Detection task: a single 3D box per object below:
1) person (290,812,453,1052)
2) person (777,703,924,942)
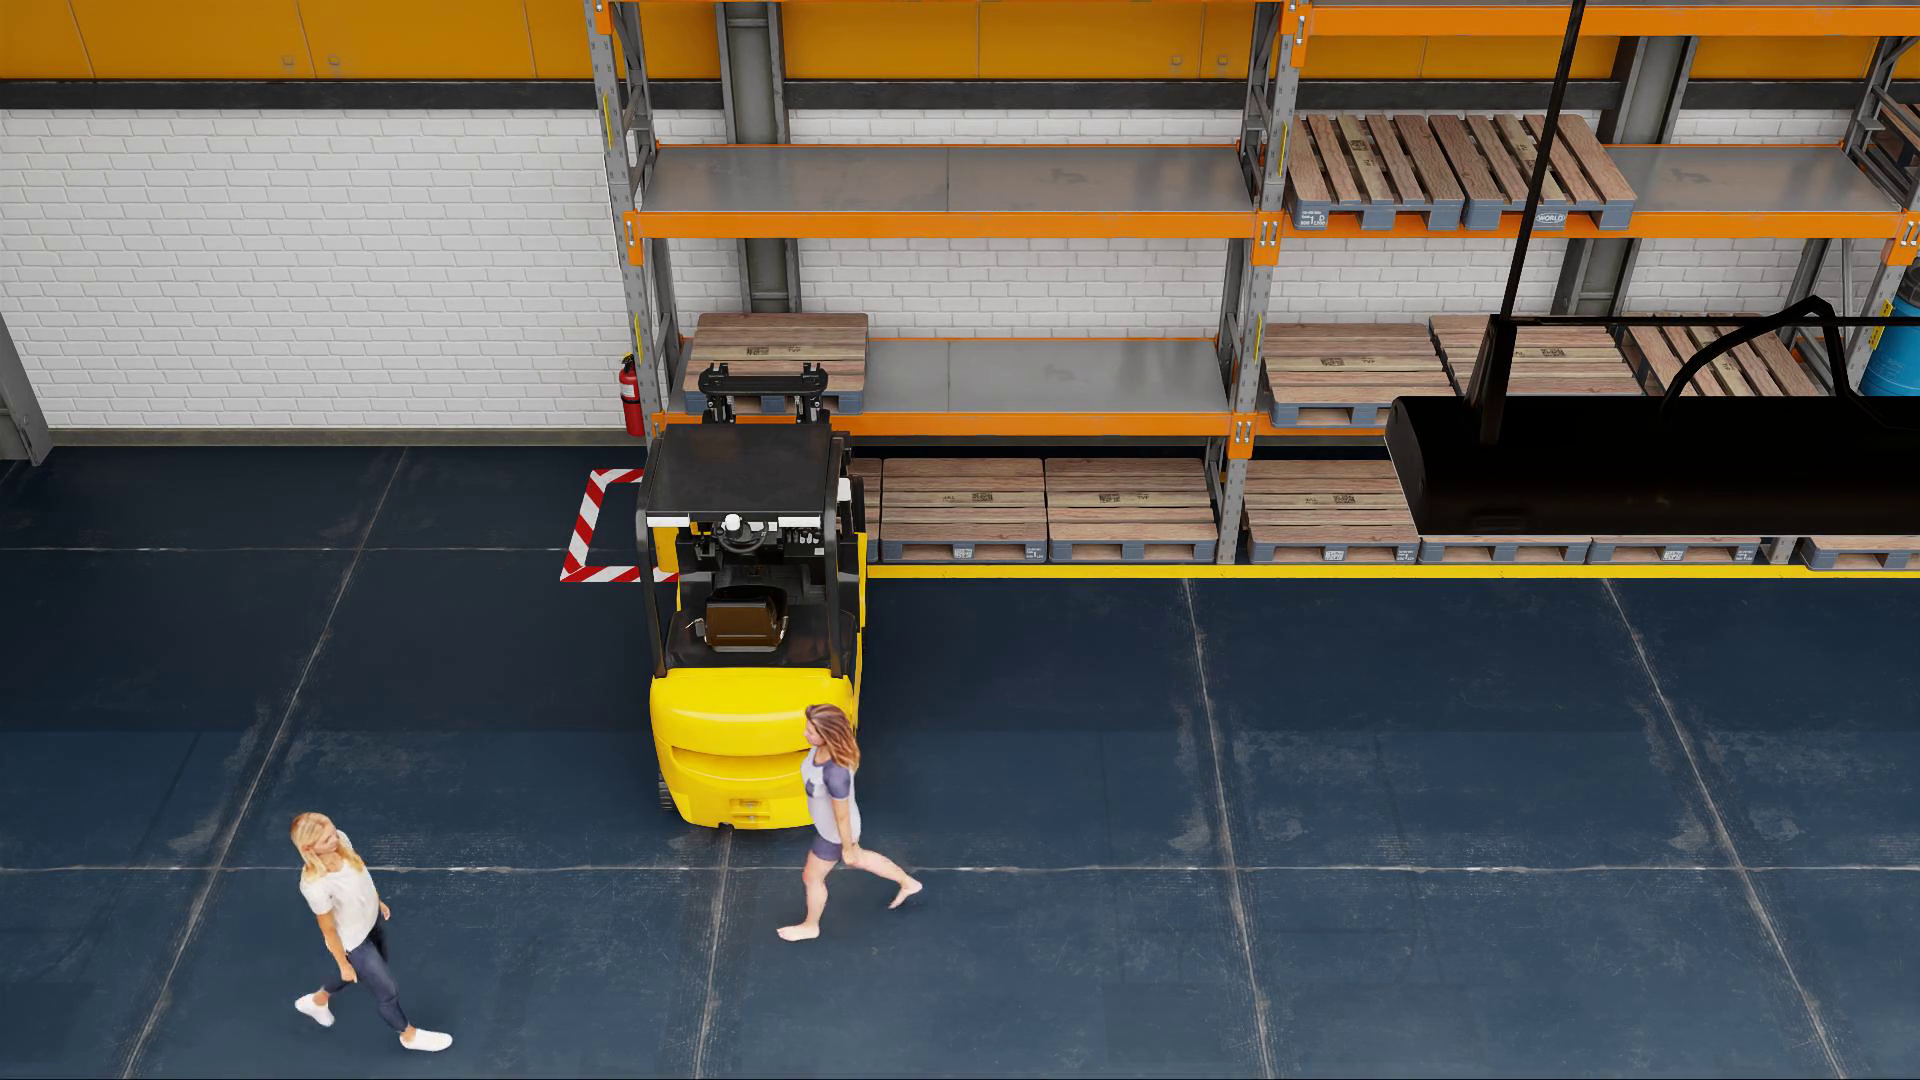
[{"bbox_3d":[-3.102,1.972,8.330,1.015,1.794,0.637,-2,39,-2],"label":"person"},{"bbox_3d":[-0.573,1.519,8.975,1.109,1.697,0.732,-6,39,-7],"label":"person"}]
